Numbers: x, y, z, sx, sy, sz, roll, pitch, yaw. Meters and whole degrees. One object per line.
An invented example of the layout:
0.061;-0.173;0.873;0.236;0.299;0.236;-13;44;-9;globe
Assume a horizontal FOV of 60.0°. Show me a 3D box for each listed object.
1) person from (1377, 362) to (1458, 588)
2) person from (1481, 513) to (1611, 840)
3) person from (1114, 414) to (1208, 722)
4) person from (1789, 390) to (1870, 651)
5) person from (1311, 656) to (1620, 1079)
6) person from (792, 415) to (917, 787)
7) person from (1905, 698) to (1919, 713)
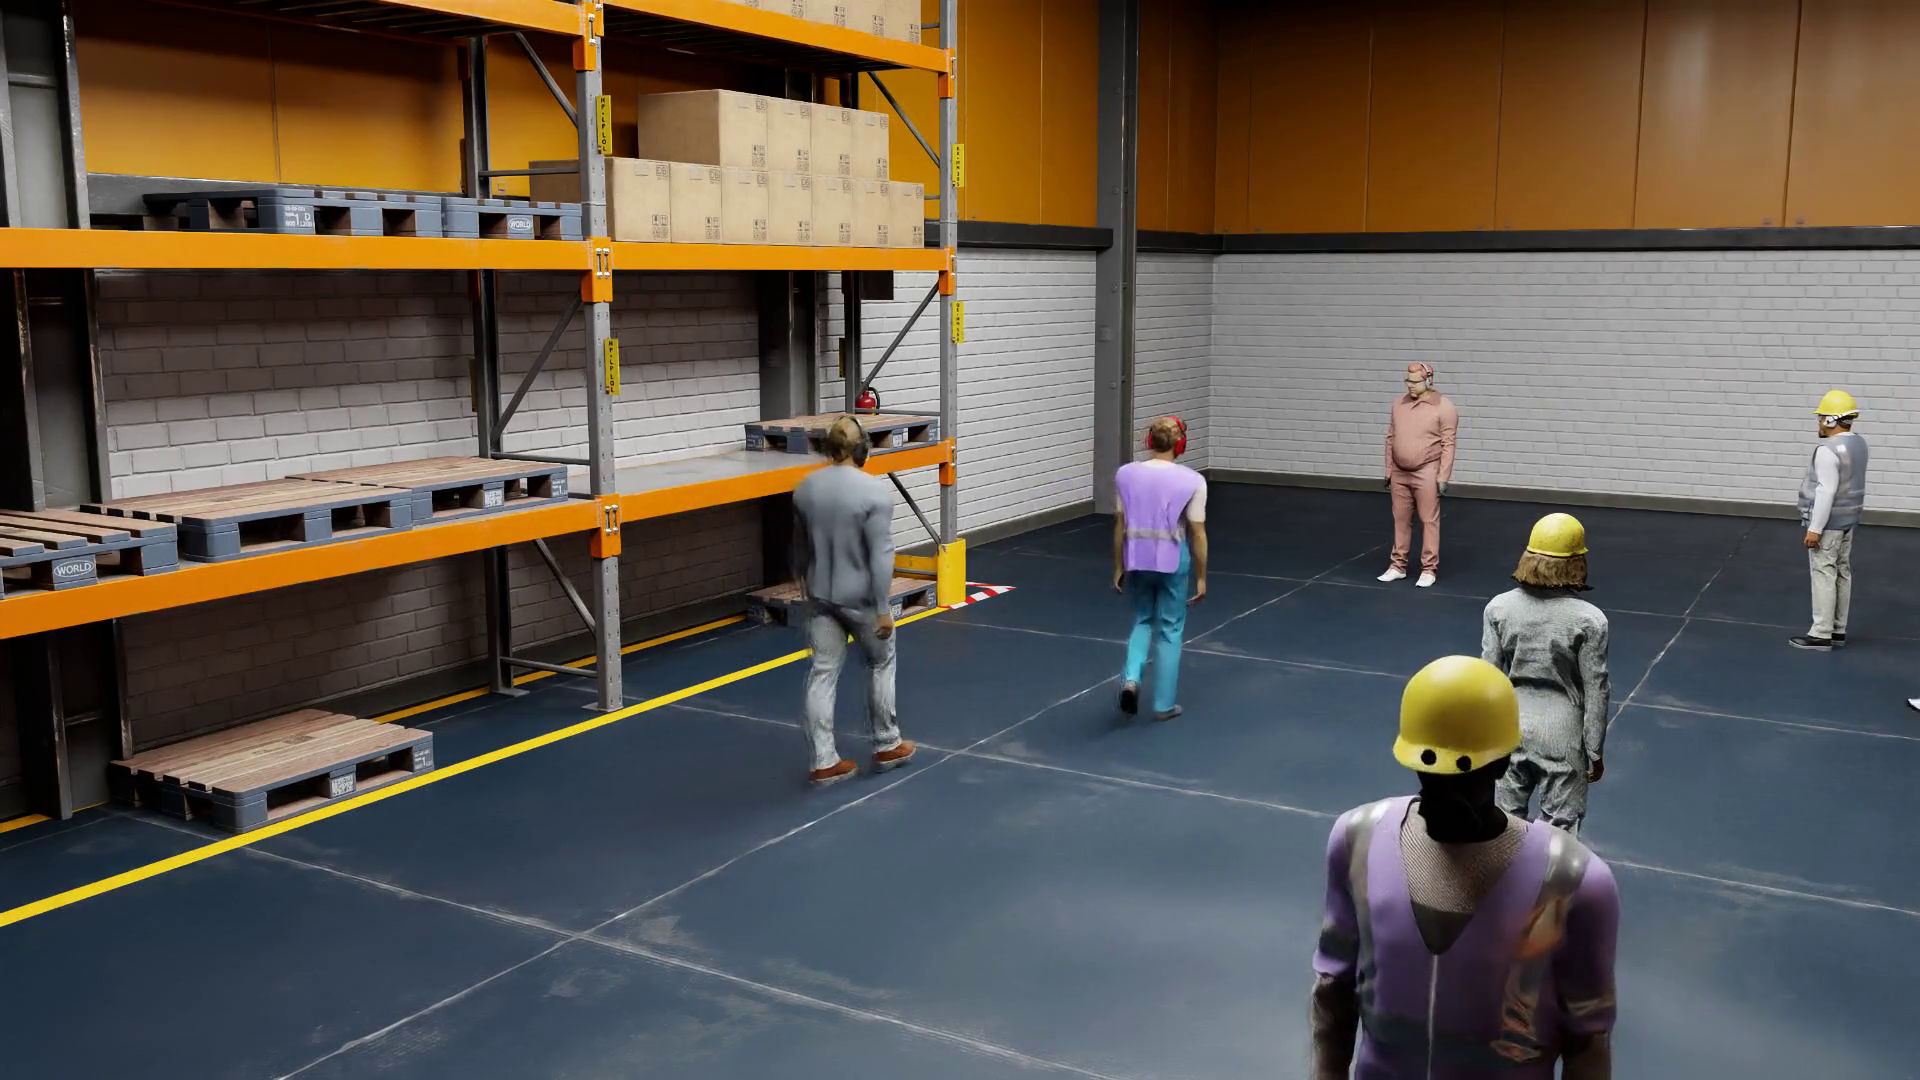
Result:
3.866;-0.553;14.114;0.406;1.901;0.639;-8;12;-42;person
2.246;0.760;6.403;0.493;1.743;0.310;8;12;40;person
1.172;0.178;9.771;0.589;1.827;0.450;5;11;30;person
6.122;-0.137;11.720;0.603;1.830;0.404;-8;12;-40;person
0.965;1.165;3.308;0.593;1.922;0.386;6;11;34;person
-0.525;0.298;8.749;0.662;1.910;0.832;6;11;32;person
6.045;0.161;9.796;0.994;1.850;0.681;-1;9;-6;person
